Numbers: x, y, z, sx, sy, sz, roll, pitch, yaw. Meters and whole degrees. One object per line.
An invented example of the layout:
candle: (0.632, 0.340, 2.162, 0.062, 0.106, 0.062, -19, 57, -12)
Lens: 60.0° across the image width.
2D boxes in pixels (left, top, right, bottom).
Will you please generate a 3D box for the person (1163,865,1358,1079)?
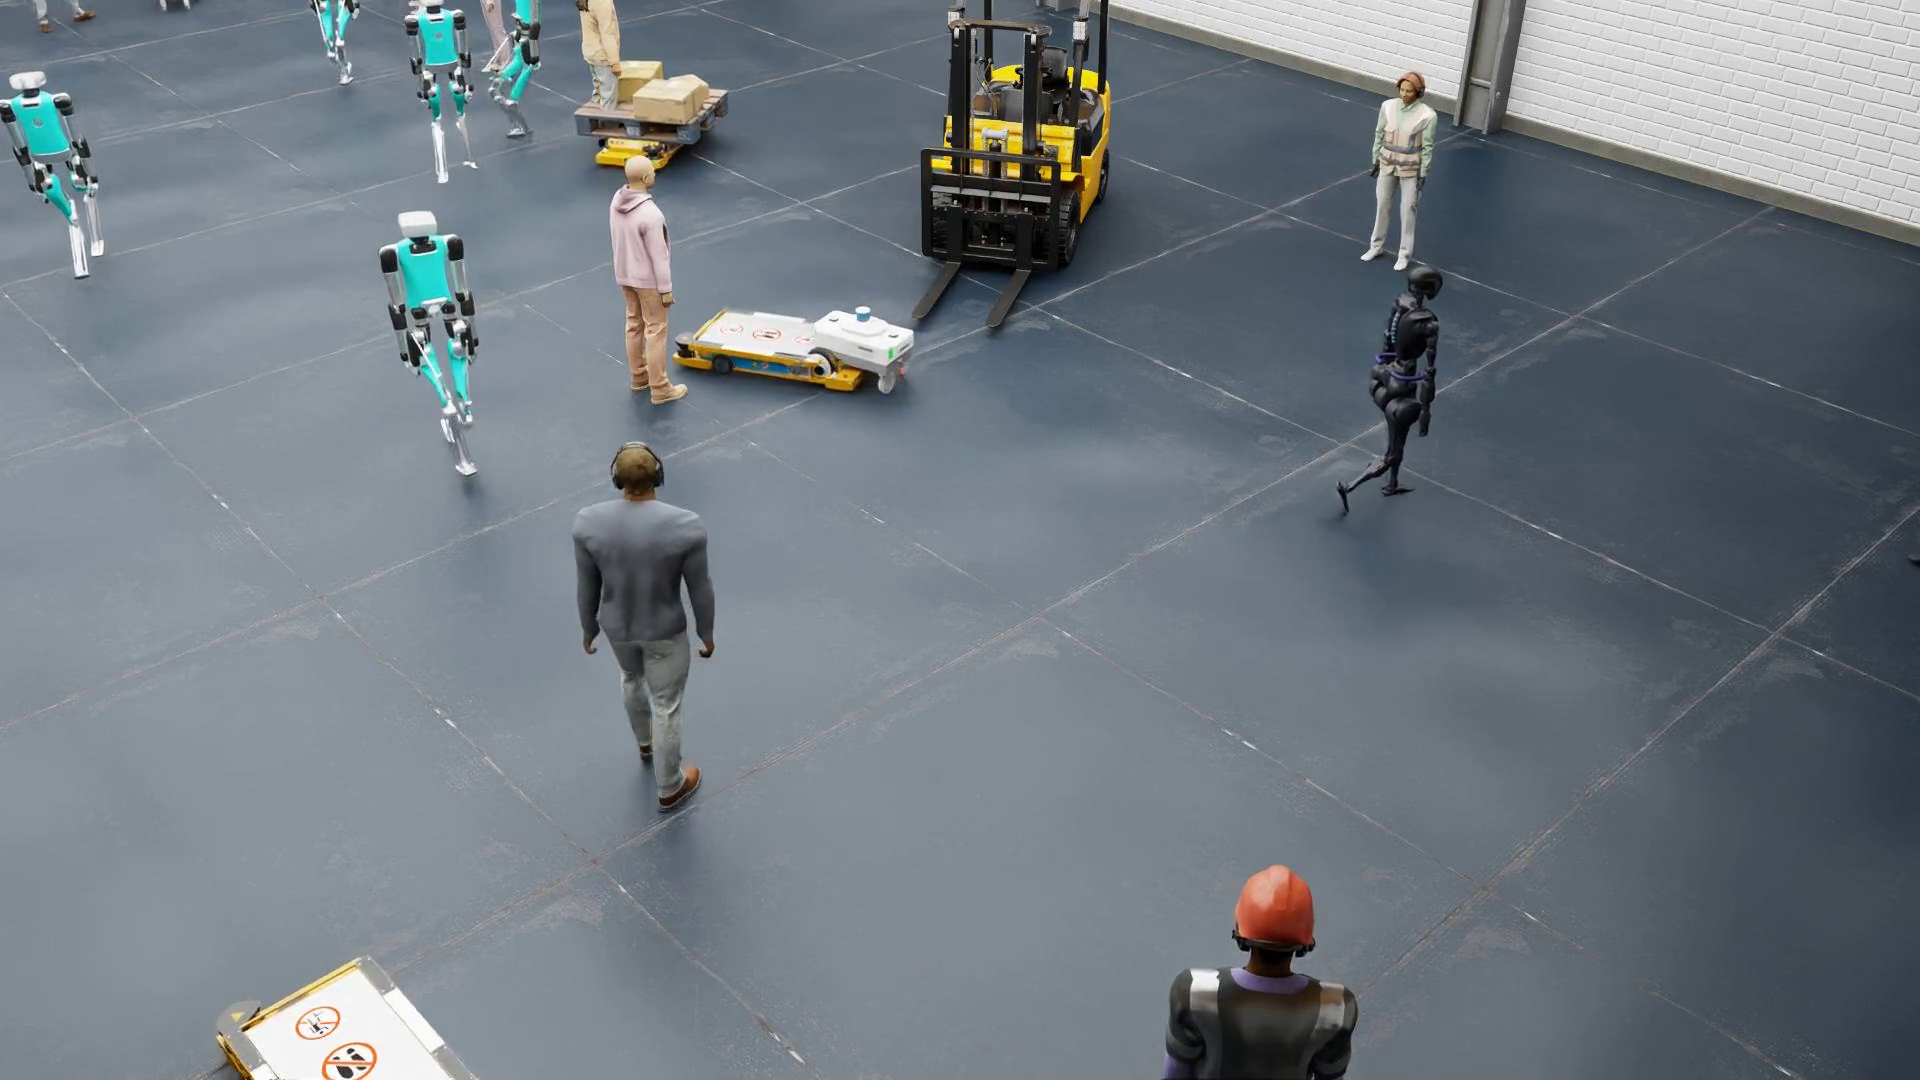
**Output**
person: (0.972, 1.907, 5.635, 0.598, 2.035, 0.408, 2, 33, 4)

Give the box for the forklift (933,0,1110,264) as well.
forklift: (0.570, -3.725, 14.138, 1.214, 2.155, 2.313, 9, 34, 13)

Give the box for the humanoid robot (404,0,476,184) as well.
humanoid robot: (-4.779, -4.198, 15.295, 0.532, 1.796, 0.793, -15, 36, -22)

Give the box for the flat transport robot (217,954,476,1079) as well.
flat transport robot: (-2.405, 2.236, 6.736, 0.659, 0.231, 1.431, -27, 42, -35)

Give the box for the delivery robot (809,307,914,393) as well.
delivery robot: (-0.707, -1.412, 12.066, 0.749, 0.578, 0.509, 18, 37, 26)

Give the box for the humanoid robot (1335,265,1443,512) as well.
humanoid robot: (2.673, -0.950, 10.362, 0.640, 1.637, 0.589, -10, 34, -15)

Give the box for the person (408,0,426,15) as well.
person: (-6.585, -7.254, 19.895, 0.404, 1.828, 0.855, -8, 34, -12)

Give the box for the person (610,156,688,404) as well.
person: (-2.199, -1.794, 11.554, 0.519, 1.777, 0.409, 28, 42, 36)

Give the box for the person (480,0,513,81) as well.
person: (-5.055, -5.811, 17.739, 0.319, 1.761, 0.521, -15, 36, -22)

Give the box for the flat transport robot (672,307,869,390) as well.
flat transport robot: (-1.351, -1.423, 12.361, 1.431, 0.231, 0.659, 10, 34, 15)

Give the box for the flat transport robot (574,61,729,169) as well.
flat transport robot: (-2.987, -3.985, 16.299, 0.659, 0.231, 1.431, 7, 34, 11)

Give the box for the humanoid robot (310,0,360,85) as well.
humanoid robot: (-6.586, -5.580, 17.390, 0.545, 1.730, 0.975, -1, 33, -2)

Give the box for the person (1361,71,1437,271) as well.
person: (3.587, -3.011, 13.553, 0.517, 1.633, 0.316, 25, 41, 33)

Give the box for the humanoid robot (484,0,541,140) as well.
humanoid robot: (-4.324, -4.674, 16.075, 0.730, 1.841, 0.538, -16, 36, -23)

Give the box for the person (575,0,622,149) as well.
person: (-3.405, -4.606, 15.791, 0.396, 1.871, 0.559, -17, 37, -24)

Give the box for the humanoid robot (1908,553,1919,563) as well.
humanoid robot: (6.013, -0.518, 9.683, 0.605, 1.642, 0.458, -6, 34, -10)

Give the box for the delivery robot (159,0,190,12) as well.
delivery robot: (-9.678, -6.852, 20.452, 0.499, 0.605, 0.781, -10, 34, -15)

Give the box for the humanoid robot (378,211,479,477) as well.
humanoid robot: (-3.278, -1.171, 10.677, 0.543, 1.759, 1.055, -18, 37, -26)

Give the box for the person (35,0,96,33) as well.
person: (-10.633, -6.784, 19.367, 0.591, 1.611, 0.551, -10, 34, -15)

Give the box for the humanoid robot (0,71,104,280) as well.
humanoid robot: (-7.220, -2.968, 13.404, 0.549, 1.748, 1.033, -9, 34, -14)

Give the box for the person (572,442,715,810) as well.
person: (-1.495, 0.385, 8.098, 0.657, 1.902, 0.739, 2, 33, 4)
